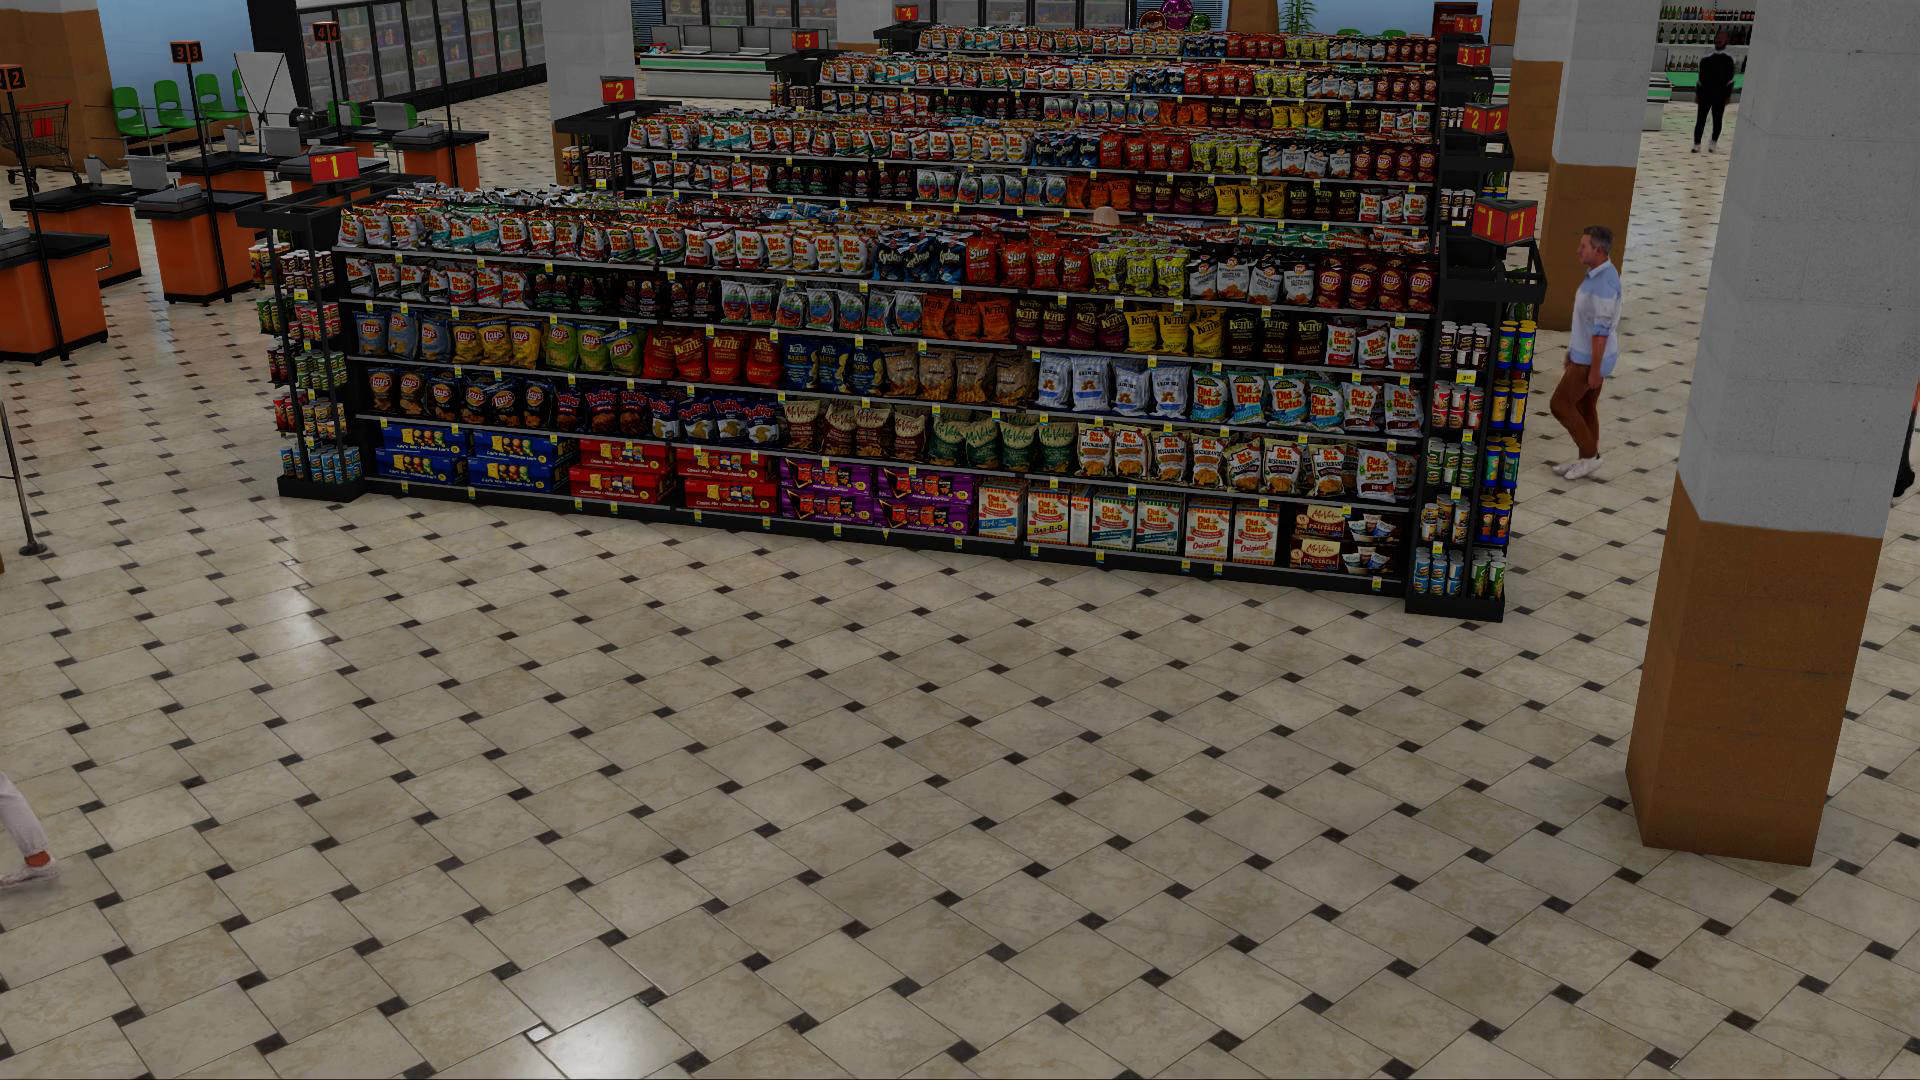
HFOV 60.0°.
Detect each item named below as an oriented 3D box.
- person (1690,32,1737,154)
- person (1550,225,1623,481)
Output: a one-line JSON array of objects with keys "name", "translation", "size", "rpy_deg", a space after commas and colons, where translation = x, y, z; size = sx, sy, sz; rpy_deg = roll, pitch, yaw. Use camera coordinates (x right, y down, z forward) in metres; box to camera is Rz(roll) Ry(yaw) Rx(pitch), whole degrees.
[{"name": "person", "translation": [11.586, -6.842, 25.494], "size": [1.201, 1.792, 1.021], "rpy_deg": [14, 26, 30]}, {"name": "person", "translation": [4.505, -1.280, 11.629], "size": [0.659, 1.807, 0.718], "rpy_deg": [7, 23, 16]}]
